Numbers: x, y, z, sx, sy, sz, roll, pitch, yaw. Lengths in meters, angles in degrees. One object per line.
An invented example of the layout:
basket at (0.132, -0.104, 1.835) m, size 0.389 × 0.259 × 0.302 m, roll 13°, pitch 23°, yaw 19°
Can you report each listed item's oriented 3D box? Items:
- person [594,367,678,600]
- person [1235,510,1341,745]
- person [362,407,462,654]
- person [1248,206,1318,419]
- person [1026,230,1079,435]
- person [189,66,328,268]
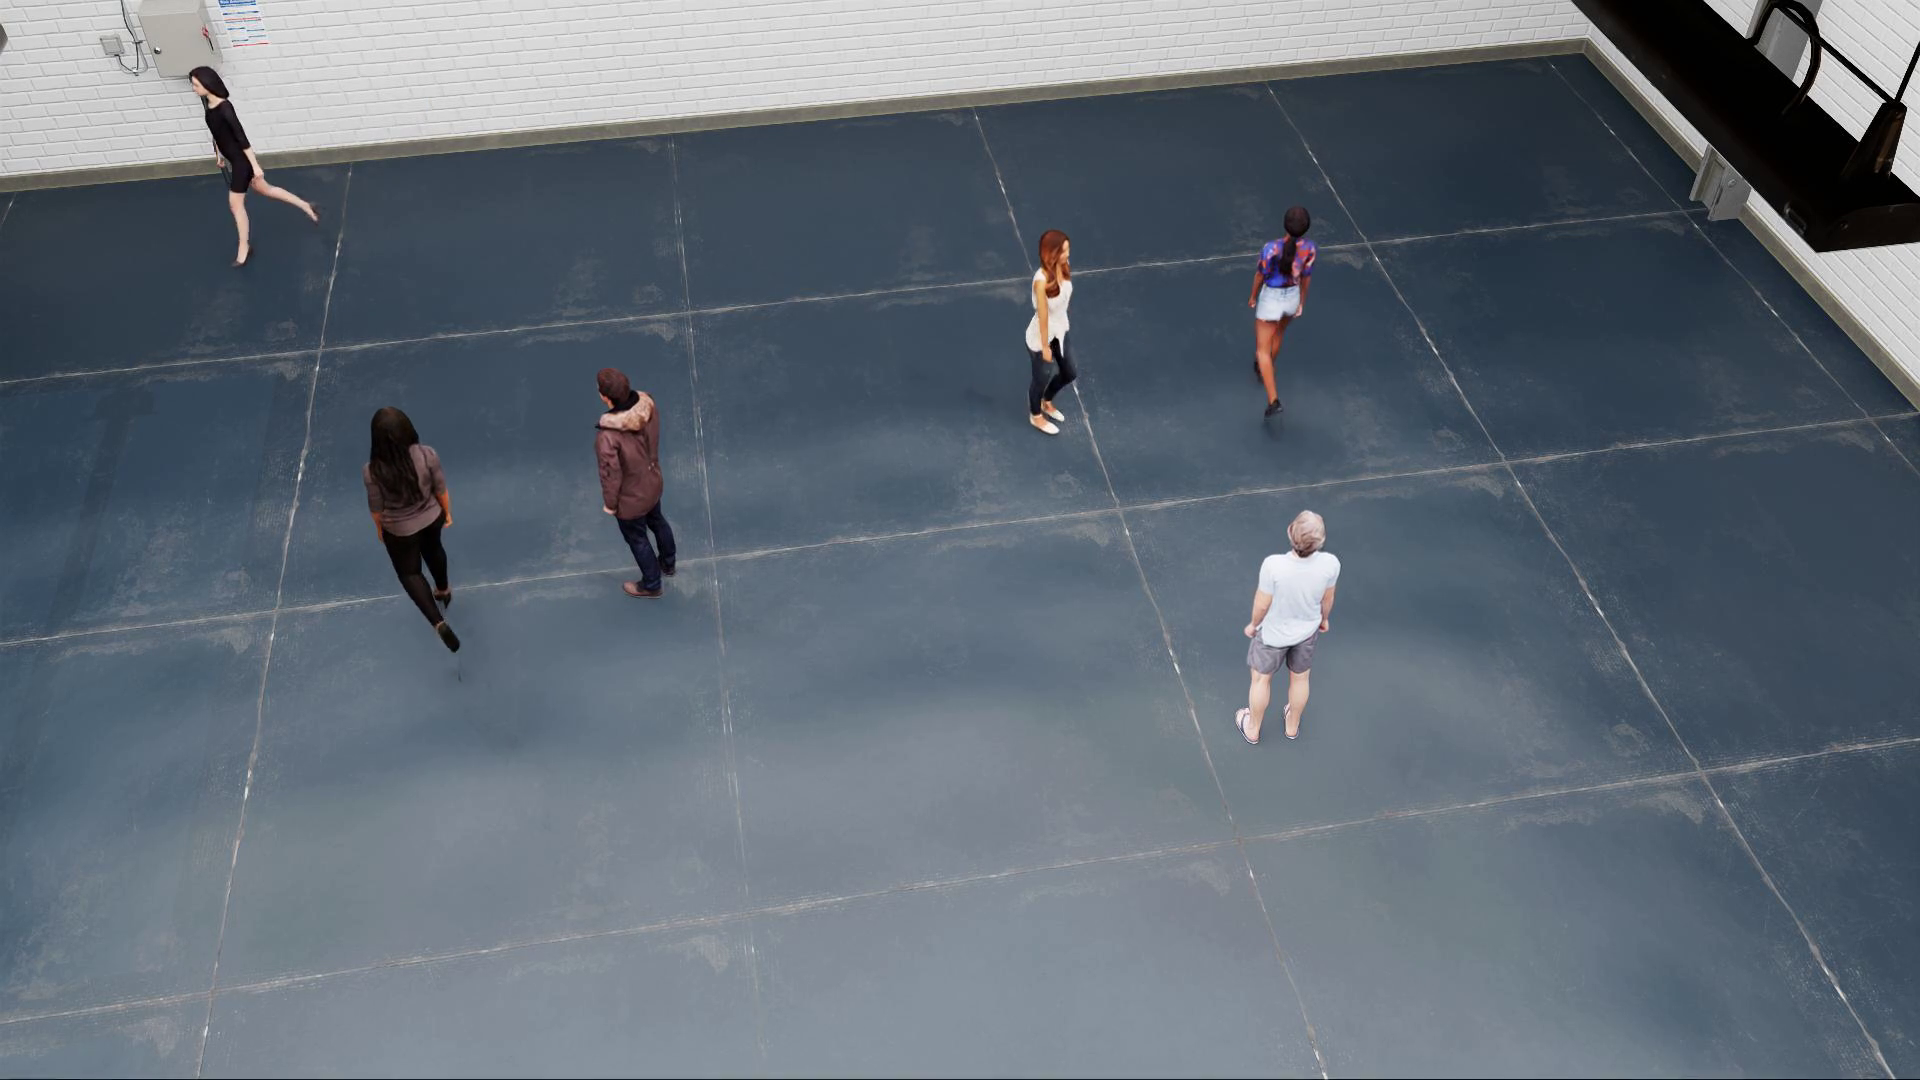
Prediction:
person at (-2.151, -0.370, 10.986) m, size 0.929 × 1.845 × 0.814 m, roll 15°, pitch 46°, yaw 16°
person at (1.976, 0.543, 10.038) m, size 0.680 × 1.831 × 0.563 m, roll -4°, pitch 44°, yaw -4°
person at (-3.472, -0.042, 10.662) m, size 0.934 × 1.817 × 1.143 m, roll -26°, pitch 49°, yaw -25°
person at (2.398, -1.709, 12.485) m, size 0.579 × 1.718 × 1.062 m, roll -7°, pitch 44°, yaw -7°
person at (0.575, -1.540, 12.264) m, size 0.752 × 1.776 × 0.700 m, roll 28°, pitch 50°, yaw 26°
person at (-5.940, -3.176, 13.990) m, size 1.003 × 1.765 × 1.177 m, roll -25°, pitch 49°, yaw -24°
